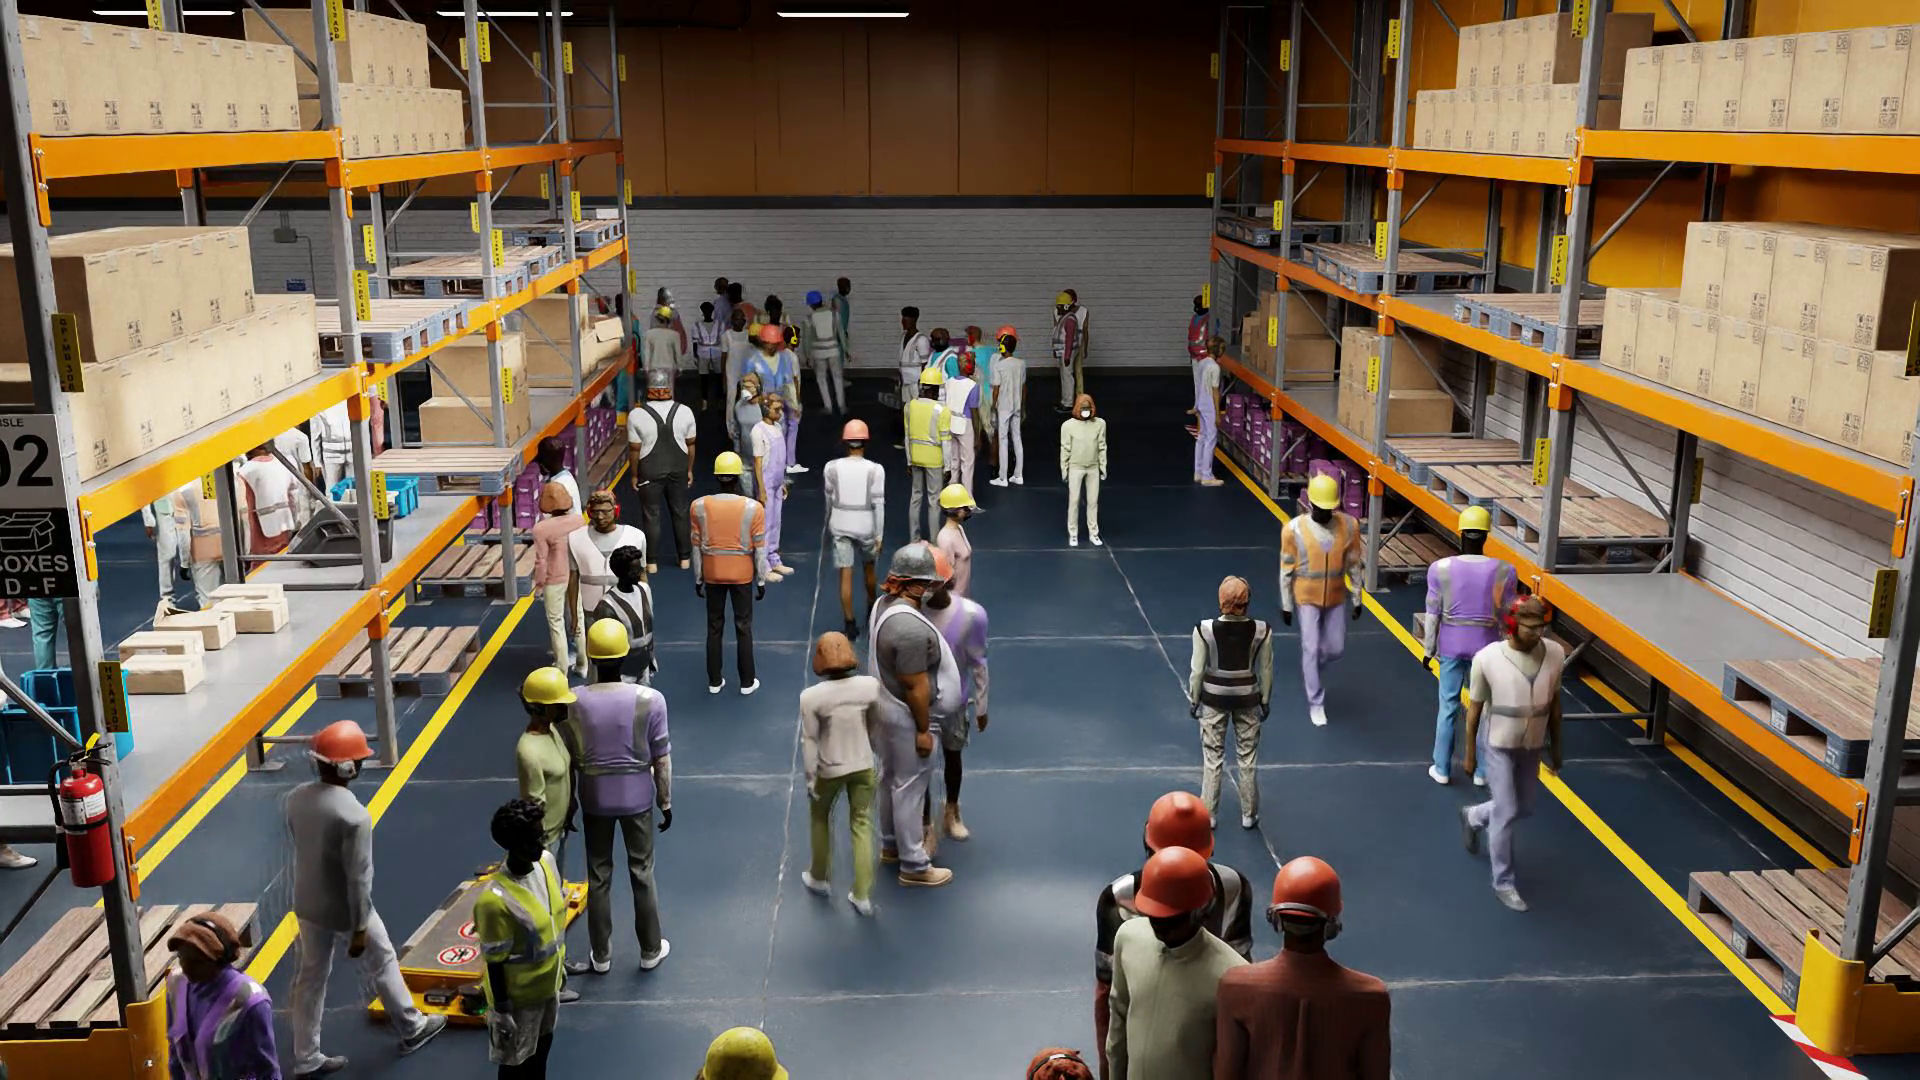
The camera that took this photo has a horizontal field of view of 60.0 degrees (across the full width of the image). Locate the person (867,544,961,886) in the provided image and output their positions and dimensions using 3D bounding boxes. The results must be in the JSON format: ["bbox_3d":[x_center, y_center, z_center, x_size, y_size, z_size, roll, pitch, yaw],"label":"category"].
[{"bbox_3d":[-0.263,1.001,9.790,0.537,2.000,0.675,-5,15,-17],"label":"person"}]

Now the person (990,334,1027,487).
[{"bbox_3d":[0.589,-1.581,20.289,0.510,1.862,0.328,-10,17,-33],"label":"person"}]

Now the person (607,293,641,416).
[{"bbox_3d":[-5.024,-2.790,25.035,0.634,1.874,0.730,8,16,28],"label":"person"}]

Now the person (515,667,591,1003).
[{"bbox_3d":[-2.079,1.486,8.448,0.340,1.760,0.525,0,14,-1],"label":"person"}]

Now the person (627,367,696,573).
[{"bbox_3d":[-2.970,-0.701,16.472,0.686,2.000,0.538,-7,16,-25],"label":"person"}]

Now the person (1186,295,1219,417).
[{"bbox_3d":[3.630,-2.762,24.990,0.432,1.836,0.618,-6,16,-23],"label":"person"}]

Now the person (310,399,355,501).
[{"bbox_3d":[-6.426,-0.834,17.303,0.584,1.882,0.337,-9,17,-33],"label":"person"}]

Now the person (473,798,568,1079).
[{"bbox_3d":[-1.822,1.883,7.013,0.317,1.695,0.540,4,15,14],"label":"person"}]

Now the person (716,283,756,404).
[{"bbox_3d":[-3.386,-3.048,25.962,0.811,1.916,0.632,8,16,28],"label":"person"}]

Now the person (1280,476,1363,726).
[{"bbox_3d":[2.672,0.411,12.399,0.640,1.891,0.665,-1,14,-4],"label":"person"}]

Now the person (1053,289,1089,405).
[{"bbox_3d":[1.724,-2.996,25.907,0.568,1.831,0.412,5,15,18],"label":"person"}]

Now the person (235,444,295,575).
[{"bbox_3d":[-5.893,-0.050,14.194,0.399,1.902,0.609,4,15,17],"label":"person"}]

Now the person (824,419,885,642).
[{"bbox_3d":[-0.906,-0.125,14.512,0.545,1.879,0.970,1,14,2],"label":"person"}]

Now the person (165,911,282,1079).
[{"bbox_3d":[-2.716,2.122,6.215,0.576,1.631,0.327,8,16,29],"label":"person"}]

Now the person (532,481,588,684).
[{"bbox_3d":[-3.165,0.339,13.198,0.274,1.633,0.508,11,18,37],"label":"person"}]

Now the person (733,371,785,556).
[{"bbox_3d":[-2.046,-0.757,16.893,0.632,1.938,0.359,10,17,35],"label":"person"}]

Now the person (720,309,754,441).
[{"bbox_3d":[-3.080,-2.302,23.170,0.504,1.838,0.346,-6,15,-22],"label":"person"}]

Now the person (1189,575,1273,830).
[{"bbox_3d":[1.701,1.032,10.469,0.521,1.639,0.311,1,14,3],"label":"person"}]

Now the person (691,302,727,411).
[{"bbox_3d":[-3.829,-2.809,25.457,0.539,1.688,0.321,-3,15,-12],"label":"person"}]

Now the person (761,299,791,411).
[{"bbox_3d":[-2.665,-2.475,23.662,0.603,1.937,0.894,-8,16,-29],"label":"person"}]

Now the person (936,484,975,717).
[{"bbox_3d":[-0.039,0.447,12.505,0.303,1.772,0.530,2,14,8],"label":"person"}]

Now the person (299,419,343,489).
[{"bbox_3d":[-6.700,-0.903,17.350,0.622,1.996,0.368,-2,14,-8],"label":"person"}]

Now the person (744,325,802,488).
[{"bbox_3d":[-2.285,-1.618,20.188,0.613,1.984,1.048,-12,18,-39],"label":"person"}]

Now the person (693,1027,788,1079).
[{"bbox_3d":[-0.682,2.322,5.219,0.321,1.737,0.483,3,15,10],"label":"person"}]

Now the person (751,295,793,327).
[{"bbox_3d":[-2.846,-2.747,24.946,0.638,1.812,0.782,1,14,6],"label":"person"}]

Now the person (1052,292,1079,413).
[{"bbox_3d":[1.607,-2.864,25.396,0.403,1.824,0.593,-1,14,-5],"label":"person"}]

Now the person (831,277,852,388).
[{"bbox_3d":[-1.980,-3.469,27.739,0.355,1.844,0.544,2,14,6],"label":"person"}]

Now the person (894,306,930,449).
[{"bbox_3d":[-0.639,-2.167,22.372,0.372,1.966,0.603,-9,17,-31],"label":"person"}]

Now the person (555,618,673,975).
[{"bbox_3d":[-1.791,1.341,8.676,0.590,1.930,0.359,-1,14,-5],"label":"person"}]

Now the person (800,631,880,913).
[{"bbox_3d":[-0.698,1.295,9.512,0.507,1.606,0.694,-6,16,-23],"label":"person"}]

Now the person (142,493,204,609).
[{"bbox_3d":[-7.017,-0.236,14.916,0.588,1.909,0.396,-10,17,-35],"label":"person"}]
